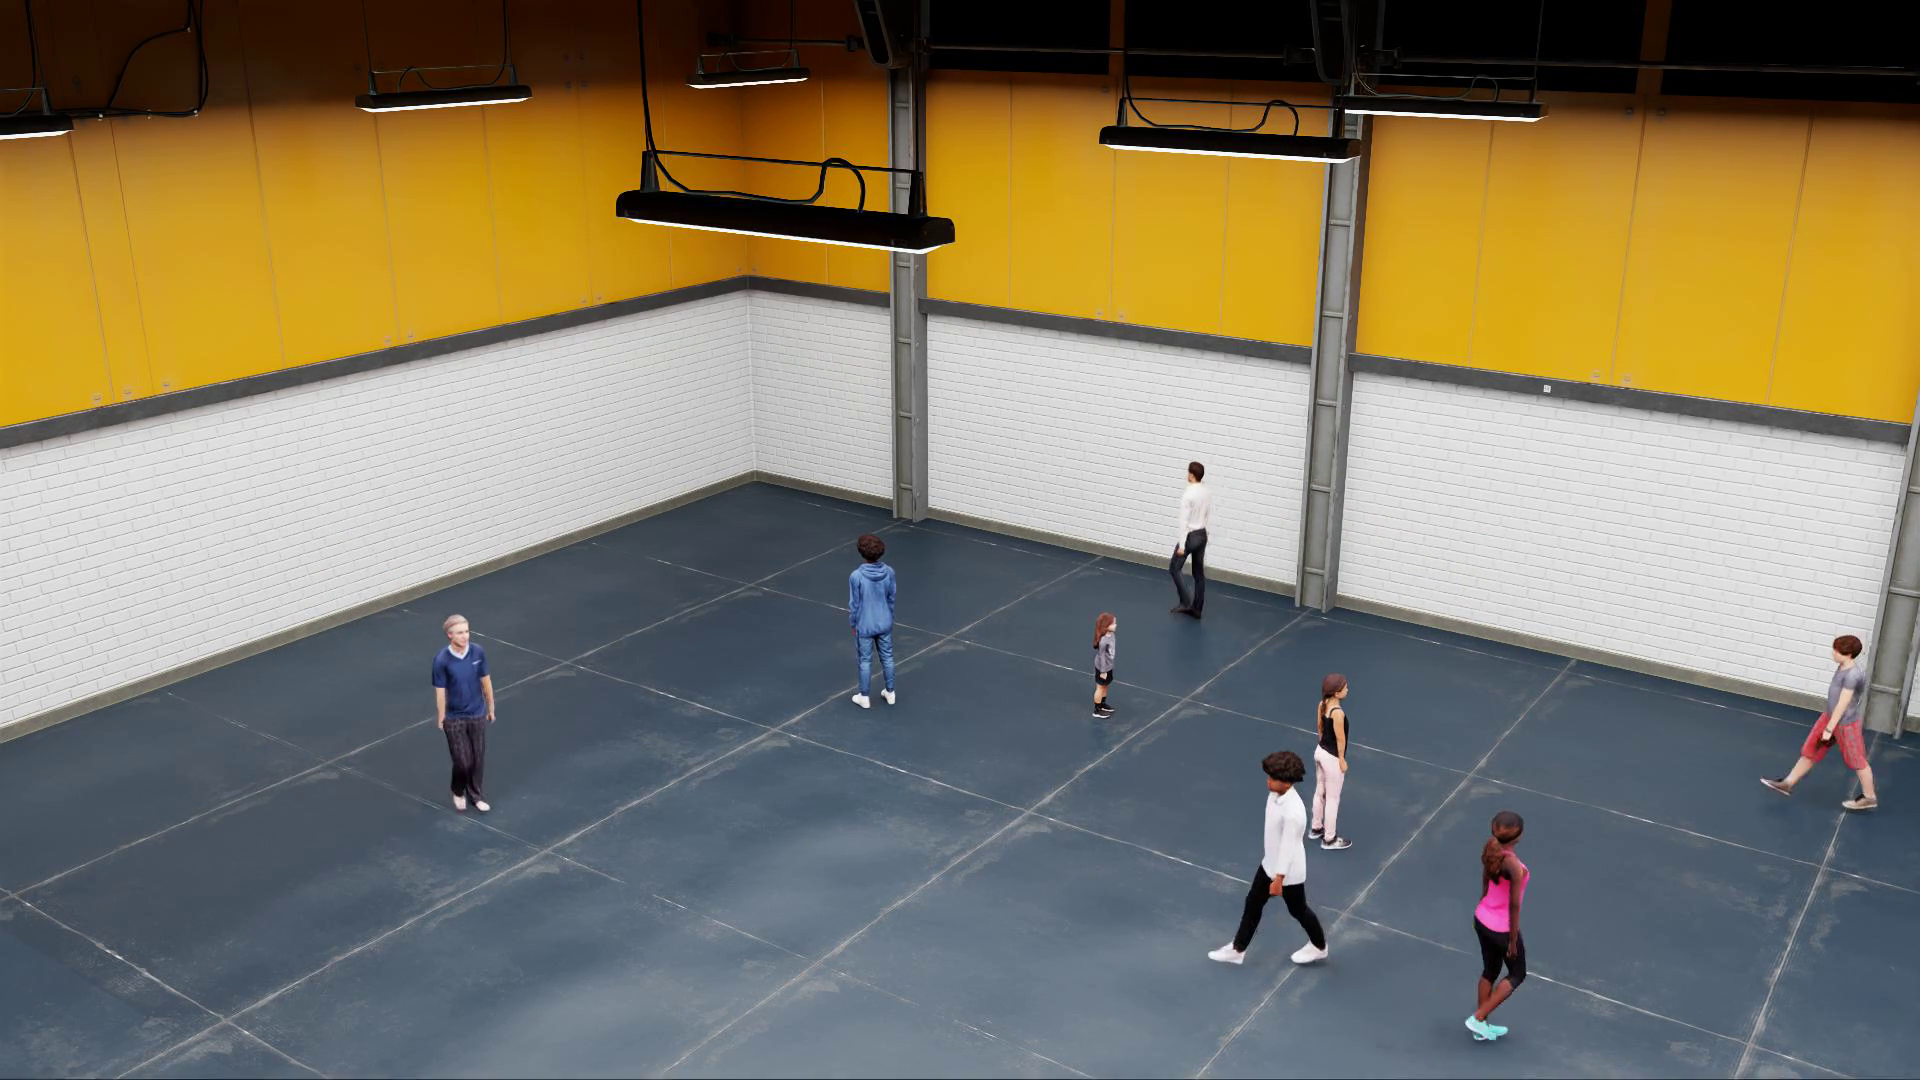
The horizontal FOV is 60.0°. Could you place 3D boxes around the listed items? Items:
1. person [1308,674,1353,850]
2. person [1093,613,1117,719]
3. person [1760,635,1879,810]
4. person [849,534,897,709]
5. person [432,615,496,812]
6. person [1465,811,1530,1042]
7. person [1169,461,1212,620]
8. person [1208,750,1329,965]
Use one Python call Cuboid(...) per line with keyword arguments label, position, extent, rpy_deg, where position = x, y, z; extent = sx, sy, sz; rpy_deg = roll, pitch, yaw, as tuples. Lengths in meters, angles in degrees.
Cuboid(label="person", position=(3.153, 1.860, 14.142), extent=(0.677, 1.566, 0.605), rpy_deg=(-5, 19, -15))
Cuboid(label="person", position=(1.452, 1.233, 16.722), extent=(0.500, 1.107, 0.504), rpy_deg=(7, 20, 19))
Cuboid(label="person", position=(7.890, 1.652, 14.703), extent=(1.263, 1.601, 0.933), rpy_deg=(4, 19, 11))
Cuboid(label="person", position=(-0.876, 0.817, 16.865), extent=(0.753, 1.804, 0.755), rpy_deg=(-8, 20, -22))
Cuboid(label="person", position=(-4.419, 1.524, 14.682), extent=(0.740, 1.858, 0.726), rpy_deg=(-15, 24, -38))
Cuboid(label="person", position=(3.617, 2.689, 11.464), extent=(0.800, 1.703, 0.736), rpy_deg=(-4, 19, -12))
Cuboid(label="person", position=(2.744, 0.032, 19.108), extent=(0.758, 1.860, 0.708), rpy_deg=(-16, 24, -39))
Cuboid(label="person", position=(2.466, 2.392, 12.259), extent=(1.197, 1.758, 1.141), rpy_deg=(-3, 19, -9))
